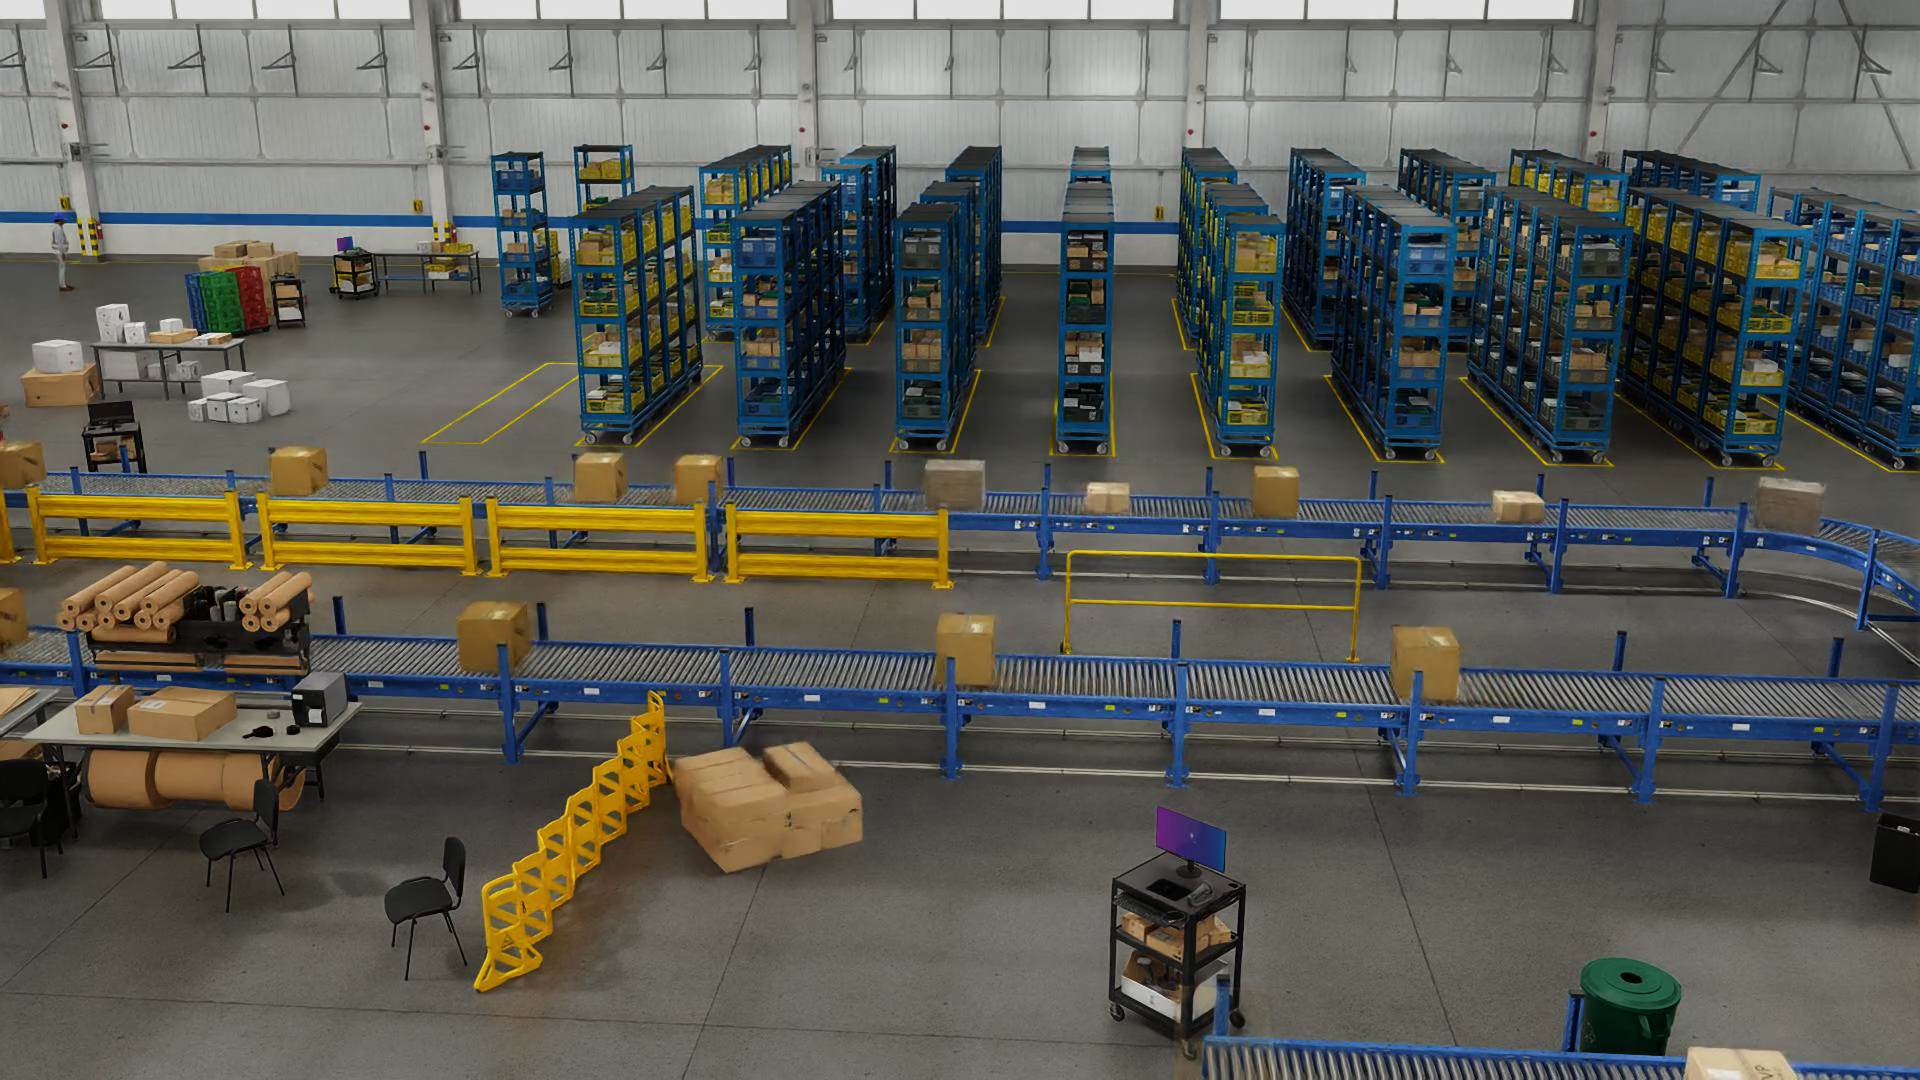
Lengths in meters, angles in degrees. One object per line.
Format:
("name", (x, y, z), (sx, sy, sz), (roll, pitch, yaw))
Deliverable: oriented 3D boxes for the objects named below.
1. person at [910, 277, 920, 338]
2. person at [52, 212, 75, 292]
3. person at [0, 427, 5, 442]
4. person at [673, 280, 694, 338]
("person", (-0.737, -4.310, 31.969), (0.379, 1.996, 0.611), (15, 23, 40))
("person", (-22.054, -7.085, 40.891), (0.436, 1.935, 0.623), (-8, 19, -24))
("person", (-14.309, -1.759, 24.329), (0.917, 1.725, 0.518), (3, 18, 9))
("person", (-5.871, -5.177, 35.062), (0.593, 1.798, 0.880), (-1, 18, -3))
